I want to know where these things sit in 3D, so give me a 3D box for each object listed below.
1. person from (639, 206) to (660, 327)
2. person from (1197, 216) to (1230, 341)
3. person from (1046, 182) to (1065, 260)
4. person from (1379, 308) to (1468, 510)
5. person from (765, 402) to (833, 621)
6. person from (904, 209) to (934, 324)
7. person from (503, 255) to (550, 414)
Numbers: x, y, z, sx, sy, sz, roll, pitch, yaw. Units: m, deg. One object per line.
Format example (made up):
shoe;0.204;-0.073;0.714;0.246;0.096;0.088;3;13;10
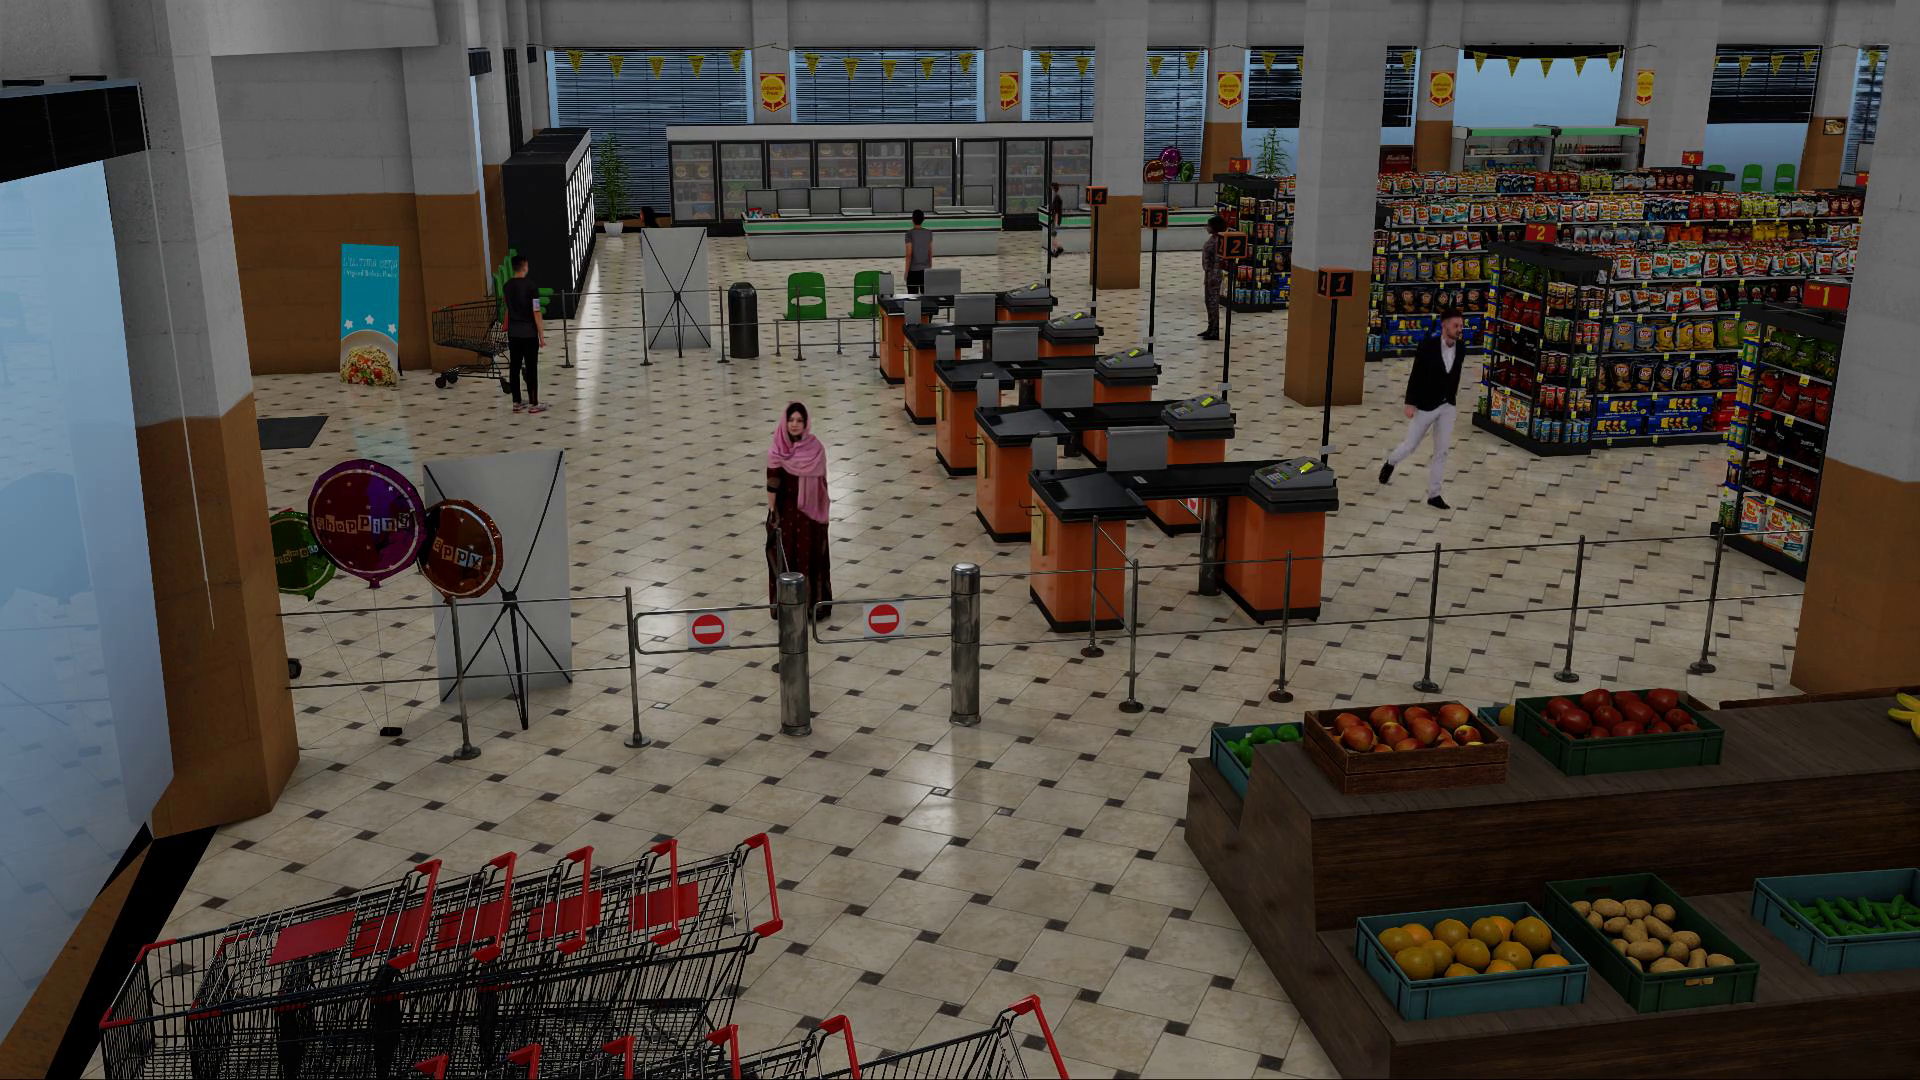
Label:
person;-4.530;-4.039;24.482;0.533;1.735;0.624;-4;17;-14
person;3.551;-3.677;23.323;0.567;1.717;0.582;-2;17;-5
person;1.858;-6.087;31.740;0.598;1.437;0.564;-1;17;-4
person;4.247;-1.220;15.079;1.104;1.804;0.795;-3;17;-10
person;-1.171;-0.205;12.026;0.634;1.636;0.784;-8;19;-24
person;-0.592;-3.861;23.864;0.625;1.755;0.751;-11;20;-33
person;-4.953;-2.335;18.822;0.662;1.763;0.766;7;18;22
